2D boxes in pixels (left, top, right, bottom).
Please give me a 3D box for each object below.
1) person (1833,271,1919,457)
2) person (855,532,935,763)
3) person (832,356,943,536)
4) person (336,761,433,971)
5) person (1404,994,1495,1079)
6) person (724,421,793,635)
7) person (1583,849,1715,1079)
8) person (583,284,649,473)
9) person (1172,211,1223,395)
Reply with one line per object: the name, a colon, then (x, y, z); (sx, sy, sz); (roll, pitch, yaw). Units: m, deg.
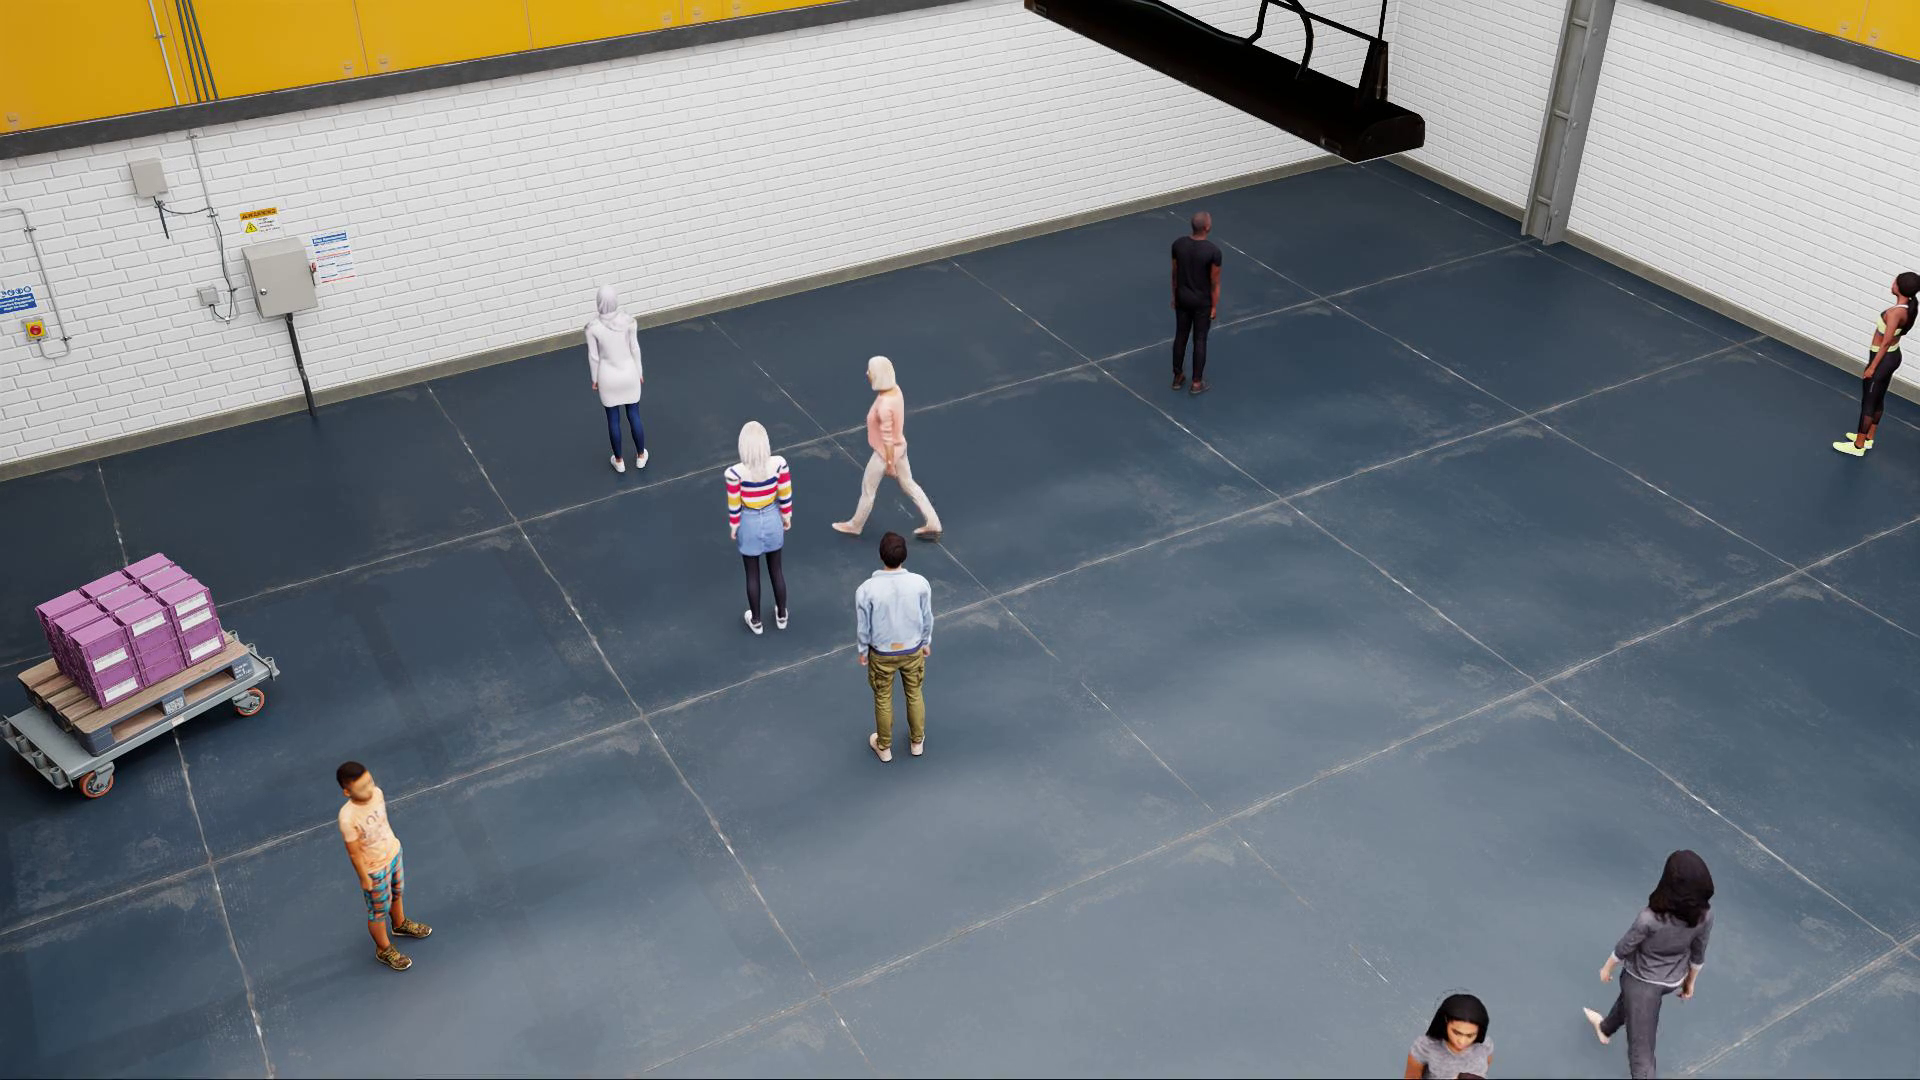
person: (8.269, -1.578, 14.887); (0.607, 1.754, 0.563); (-26, 42, -34)
person: (-0.441, 0.735, 11.356); (0.737, 1.811, 0.667); (-8, 34, -12)
person: (-0.497, -0.710, 13.654); (1.154, 1.674, 1.158); (5, 34, 8)
person: (-3.481, 1.904, 9.913); (0.658, 1.461, 0.594); (7, 34, 11)
person: (2.333, 2.864, 8.180); (0.662, 1.780, 0.659); (-4, 34, -6)
person: (-1.513, -0.098, 12.611); (0.671, 1.809, 0.547); (-13, 36, -18)
person: (3.729, 2.439, 8.882); (0.905, 1.710, 1.240); (-4, 34, -6)
person: (-3.009, -1.420, 14.630); (0.656, 1.775, 0.603); (-9, 35, -14)
person: (2.229, -2.267, 15.865); (0.663, 1.819, 0.805); (21, 39, 28)
